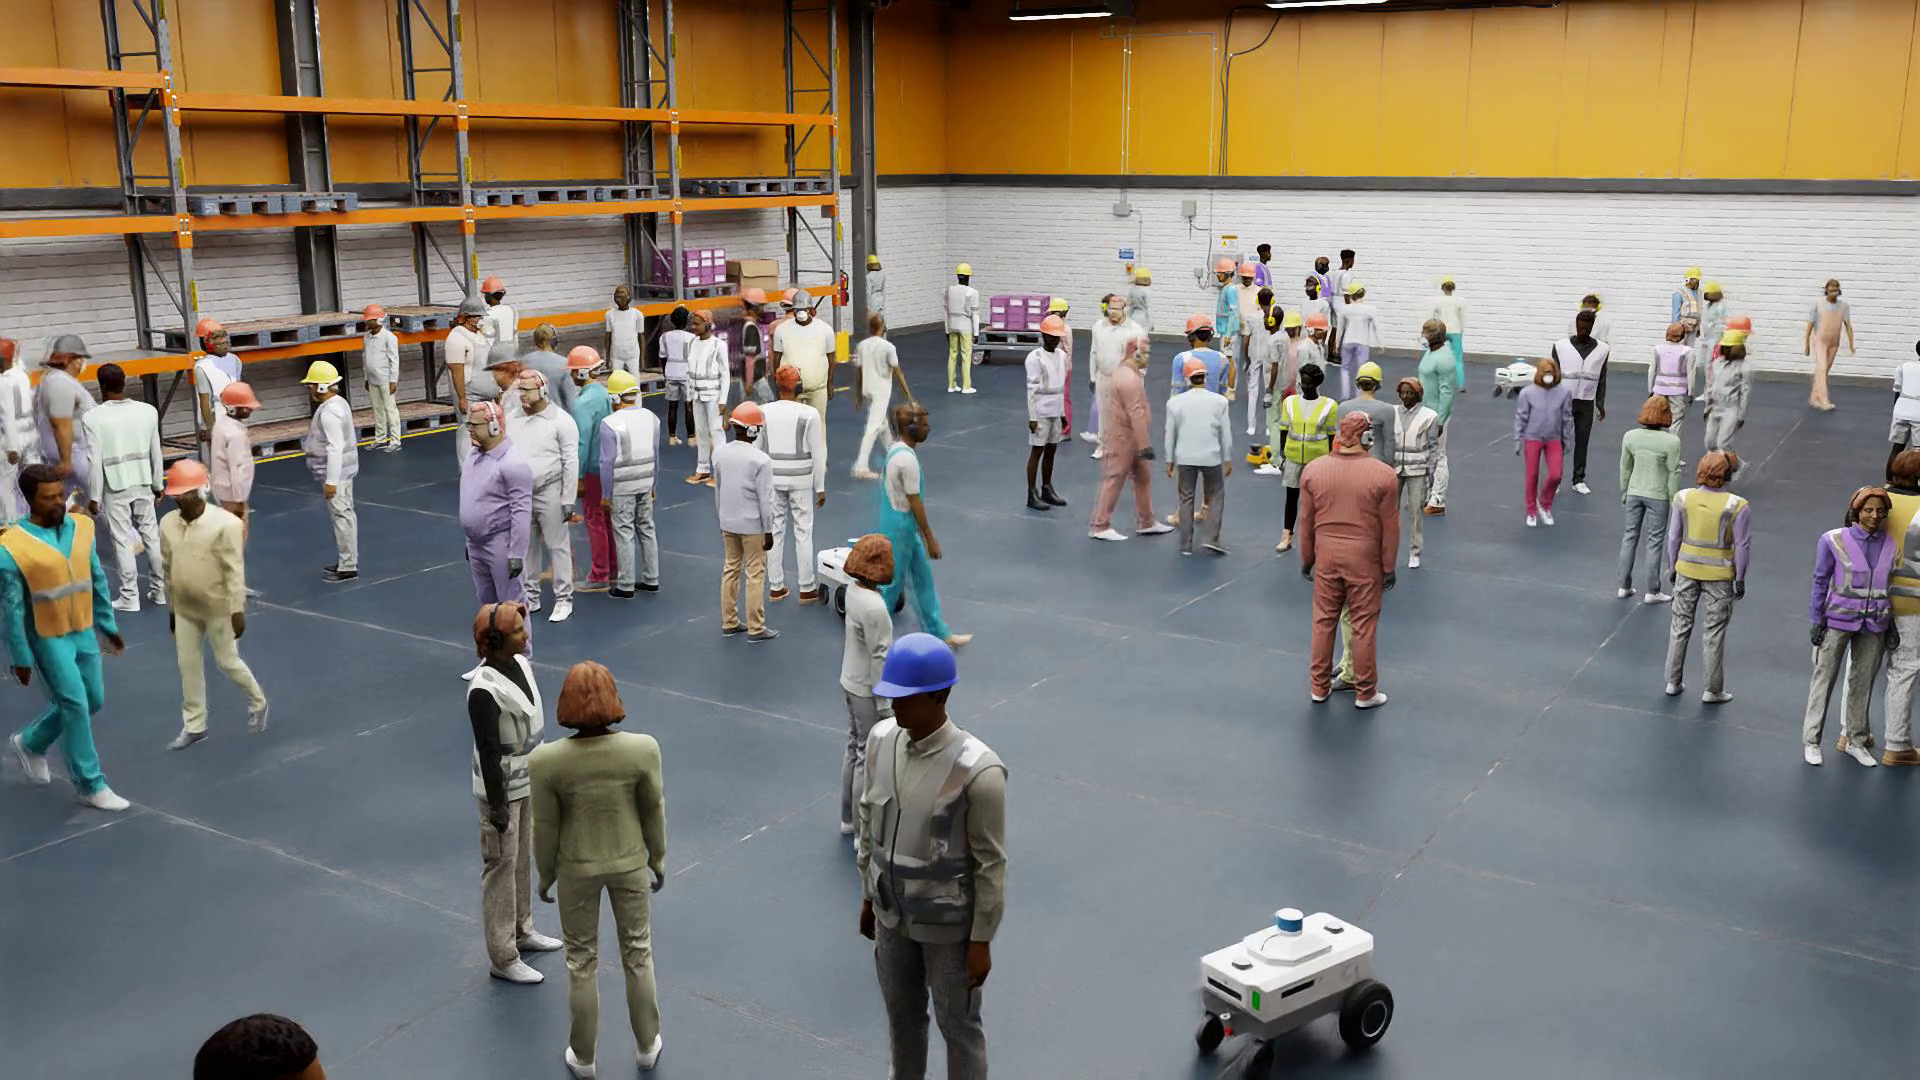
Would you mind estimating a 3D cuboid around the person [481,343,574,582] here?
[{"bbox_3d":[-3.545,-0.642,13.589,0.720,2.000,0.715,-4,14,-17],"label":"person"}]

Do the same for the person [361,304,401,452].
[{"bbox_3d":[-6.912,-1.927,19.799,0.568,1.749,0.332,8,15,31],"label":"person"}]

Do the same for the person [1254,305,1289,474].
[{"bbox_3d":[3.460,-1.653,18.362,0.309,1.864,0.535,6,14,24],"label":"person"}]

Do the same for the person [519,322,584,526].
[{"bbox_3d":[-3.880,-1.084,15.734,0.637,1.936,0.355,4,13,15],"label":"person"}]

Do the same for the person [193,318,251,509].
[{"bbox_3d":[-7.186,-1.177,16.134,0.369,1.939,0.542,4,14,17],"label":"person"}]

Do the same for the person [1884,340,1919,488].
[{"bbox_3d":[9.768,-1.248,16.997,0.320,1.686,0.539,-6,14,-26],"label":"person"}]

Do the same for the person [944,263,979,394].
[{"bbox_3d":[0.032,-3.133,24.675,0.582,1.919,0.396,7,15,27],"label":"person"}]

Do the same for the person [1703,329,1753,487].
[{"bbox_3d":[8.041,-1.345,17.326,0.568,1.720,0.499,-5,14,-20],"label":"person"}]

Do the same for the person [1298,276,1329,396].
[{"bbox_3d":[4.798,-2.683,22.819,0.328,1.872,0.510,-11,17,-40],"label":"person"}]

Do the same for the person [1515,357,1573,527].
[{"bbox_3d":[5.501,-0.914,15.691,0.535,1.616,0.400,2,13,8],"label":"person"}]

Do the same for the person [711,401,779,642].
[{"bbox_3d":[-1.537,-0.134,12.040,0.566,1.745,0.343,10,16,36],"label":"person"}]

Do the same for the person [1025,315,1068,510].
[{"bbox_3d":[0.889,-1.272,16.556,0.375,1.934,0.548,12,17,41],"label":"person"}]

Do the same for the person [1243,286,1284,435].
[{"bbox_3d":[3.819,-2.242,20.928,0.513,1.862,0.328,4,14,16],"label":"person"}]

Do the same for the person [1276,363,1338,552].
[{"bbox_3d":[3.057,-0.715,14.663,0.531,1.695,0.320,6,14,24],"label":"person"}]

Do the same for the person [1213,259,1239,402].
[{"bbox_3d":[3.776,-2.984,23.743,0.391,2.041,0.615,1,13,3],"label":"person"}]

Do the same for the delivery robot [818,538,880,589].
[{"bbox_3d":[-0.813,0.232,12.851,0.477,0.478,0.707,-8,15,-31],"label":"delivery robot"}]

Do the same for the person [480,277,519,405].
[{"bbox_3d":[-5.592,-2.156,20.150,0.380,2.045,0.605,6,14,23],"label":"person"}]

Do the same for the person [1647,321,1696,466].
[{"bbox_3d":[8.047,-1.649,18.838,0.522,1.638,0.310,12,18,43],"label":"person"}]

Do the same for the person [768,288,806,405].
[{"bbox_3d":[-1.903,-1.875,19.041,0.612,1.995,0.382,6,14,25],"label":"person"}]

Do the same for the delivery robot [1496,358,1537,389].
[{"bbox_3d":[8.186,-2.413,24.322,0.707,0.478,0.477,-7,15,-27],"label":"delivery robot"}]

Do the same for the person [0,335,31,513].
[{"bbox_3d":[-9.156,-1.086,15.860,0.356,1.885,0.573,9,16,36],"label":"person"}]

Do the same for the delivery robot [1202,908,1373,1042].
[{"bbox_3d":[1.285,1.689,6.529,0.707,0.478,0.477,-9,16,-35],"label":"delivery robot"}]

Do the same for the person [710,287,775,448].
[{"bbox_3d":[-2.436,-1.942,19.334,0.999,2.002,0.607,-4,14,-19],"label":"person"}]

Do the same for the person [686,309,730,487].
[{"bbox_3d":[-2.700,-1.512,17.708,0.585,1.882,0.343,10,16,37],"label":"person"}]

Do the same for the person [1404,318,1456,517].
[{"bbox_3d":[4.611,-1.196,16.218,0.355,1.936,0.635,0,13,0],"label":"person"}]

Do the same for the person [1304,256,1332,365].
[{"bbox_3d":[6.002,-3.825,27.861,0.627,1.837,0.430,-13,18,-43],"label":"person"}]

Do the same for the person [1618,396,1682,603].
[{"bbox_3d":[5.426,-0.323,13.092,0.285,1.636,0.497,-10,16,-36],"label":"person"}]

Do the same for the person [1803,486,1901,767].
[{"bbox_3d":[5.130,0.494,9.543,0.515,1.641,0.309,1,13,4],"label":"person"}]

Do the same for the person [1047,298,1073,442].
[{"bbox_3d":[1.214,-2.098,20.508,0.316,1.769,0.525,-5,14,-20],"label":"person"}]

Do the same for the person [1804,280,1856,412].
[{"bbox_3d":[11.971,-2.656,22.857,0.534,1.800,0.924,0,13,-1],"label":"person"}]

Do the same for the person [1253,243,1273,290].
[{"bbox_3d":[5.343,-4.259,29.440,0.362,1.966,0.611,5,14,20],"label":"person"}]

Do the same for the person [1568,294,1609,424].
[{"bbox_3d":[7.756,-2.170,20.744,0.568,1.809,0.981,8,15,32],"label":"person"}]

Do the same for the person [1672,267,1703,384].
[{"bbox_3d":[11.138,-3.270,25.483,0.585,1.824,0.405,-7,15,-29],"label":"person"}]

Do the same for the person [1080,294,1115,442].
[{"bbox_3d":[1.773,-2.088,20.323,0.547,1.827,0.816,-6,14,-25],"label":"person"}]

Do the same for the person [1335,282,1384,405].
[{"bbox_3d":[5.594,-2.729,23.306,0.670,1.748,0.373,5,14,20],"label":"person"}]

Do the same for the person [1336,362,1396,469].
[{"bbox_3d":[3.454,-0.638,14.204,0.528,1.760,0.338,9,16,34],"label":"person"}]

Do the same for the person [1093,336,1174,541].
[{"bbox_3d":[1.627,-0.908,15.132,0.868,1.870,0.656,1,13,5],"label":"person"}]

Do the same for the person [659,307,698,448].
[{"bbox_3d":[-3.353,-1.956,20.040,0.542,1.697,0.316,5,14,21],"label":"person"}]

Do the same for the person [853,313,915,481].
[{"bbox_3d":[-0.859,-1.566,18.171,0.633,1.780,0.986,12,18,42],"label":"person"}]
